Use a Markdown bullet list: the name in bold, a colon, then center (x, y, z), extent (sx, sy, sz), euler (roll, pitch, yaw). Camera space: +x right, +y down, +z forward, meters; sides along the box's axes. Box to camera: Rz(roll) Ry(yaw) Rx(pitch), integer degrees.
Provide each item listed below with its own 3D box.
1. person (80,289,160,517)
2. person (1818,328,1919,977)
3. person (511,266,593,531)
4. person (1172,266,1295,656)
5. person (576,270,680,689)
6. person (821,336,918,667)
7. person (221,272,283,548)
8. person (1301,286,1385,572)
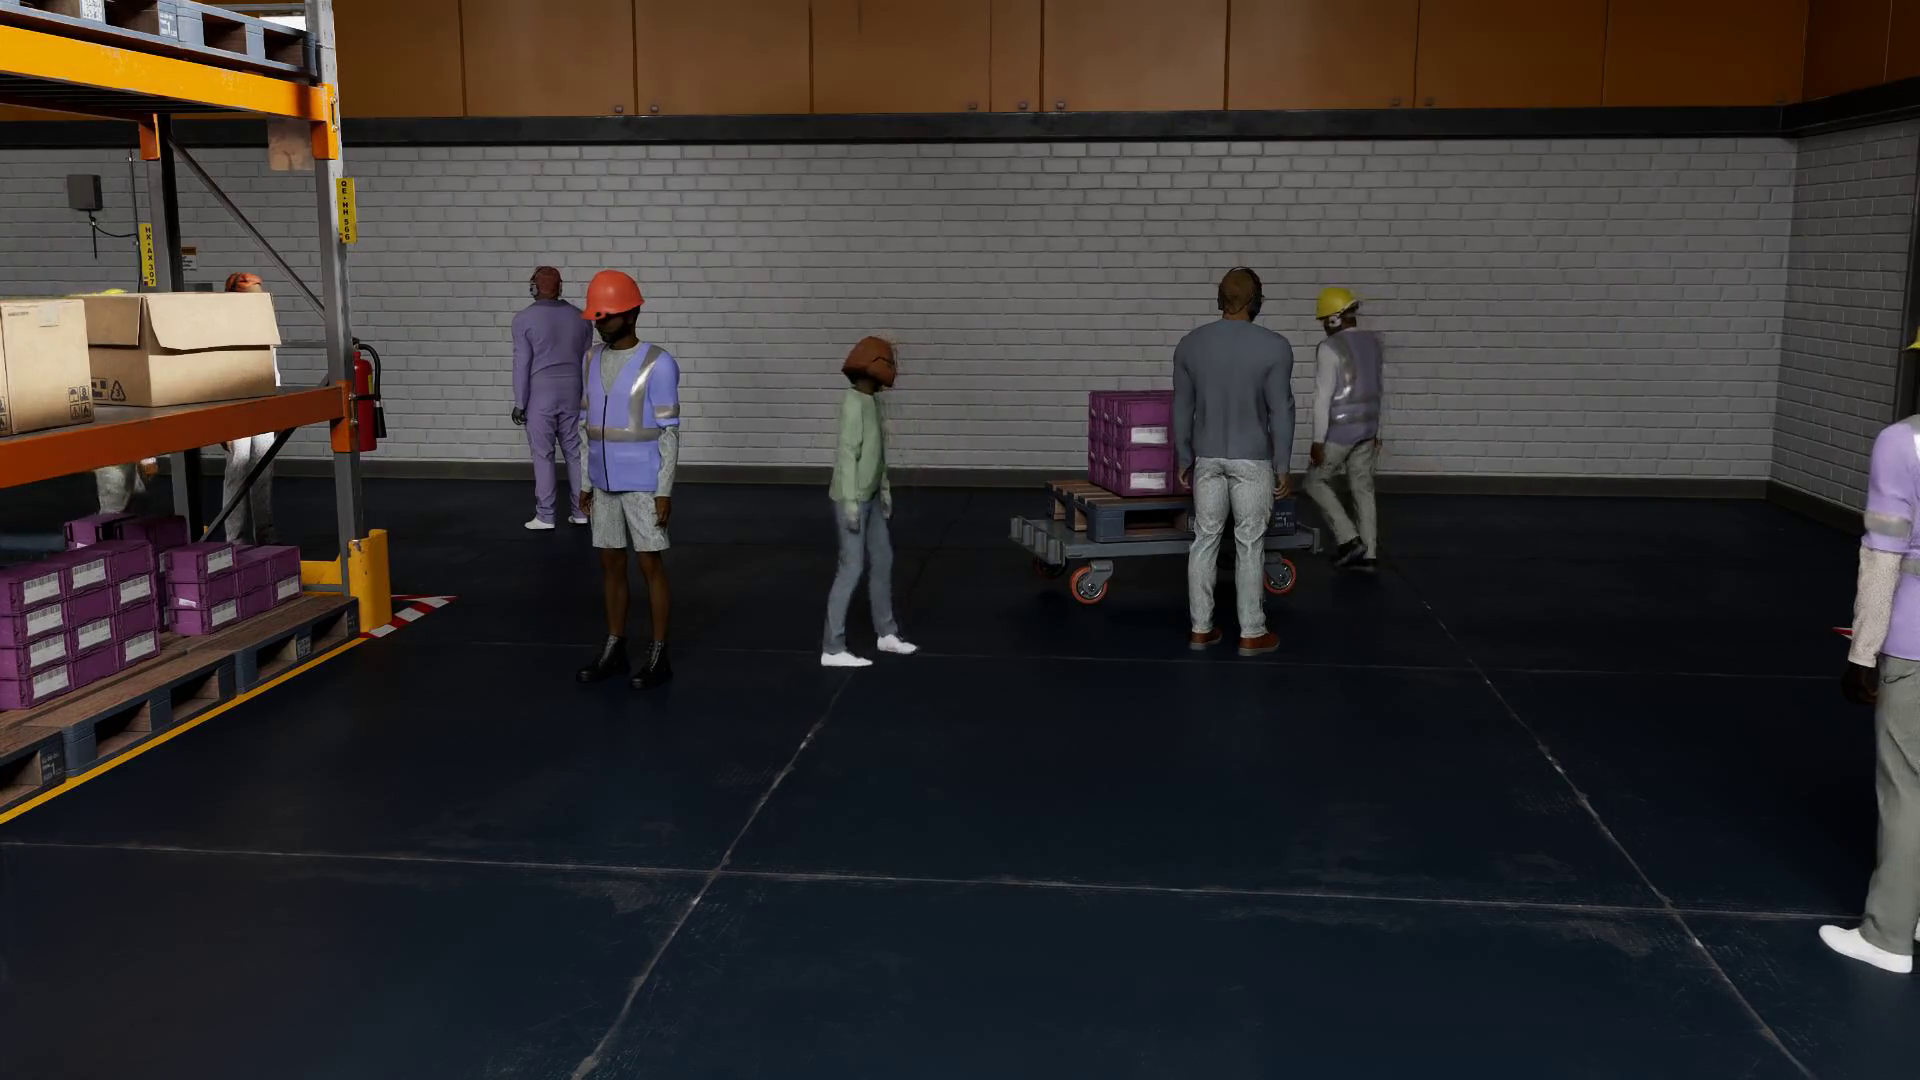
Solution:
- **person**: center (-4.737, -0.515, 9.446), extent (0.610, 1.801, 0.553), euler (9, 13, 40)
- **person**: center (2.746, 0.265, 4.659), extent (0.589, 1.921, 0.394), euler (-2, 10, -13)
- **person**: center (-2.961, -1.020, 12.039), extent (0.652, 1.906, 0.403), euler (-9, 14, -43)
- **person**: center (1.367, -0.390, 8.336), extent (0.635, 1.937, 0.354), euler (6, 12, 31)
- **person**: center (-1.553, -0.269, 7.680), extent (0.543, 1.927, 0.375), euler (5, 11, 28)
- **person**: center (-0.426, -0.186, 8.133), extent (0.455, 1.614, 0.527), euler (2, 10, 11)
- **person**: center (-4.563, -0.767, 10.673), extent (0.350, 1.879, 0.578), euler (3, 10, 17)
- **person**: center (2.400, -0.678, 10.399), extent (0.707, 1.792, 0.474), euler (-8, 13, -40)
